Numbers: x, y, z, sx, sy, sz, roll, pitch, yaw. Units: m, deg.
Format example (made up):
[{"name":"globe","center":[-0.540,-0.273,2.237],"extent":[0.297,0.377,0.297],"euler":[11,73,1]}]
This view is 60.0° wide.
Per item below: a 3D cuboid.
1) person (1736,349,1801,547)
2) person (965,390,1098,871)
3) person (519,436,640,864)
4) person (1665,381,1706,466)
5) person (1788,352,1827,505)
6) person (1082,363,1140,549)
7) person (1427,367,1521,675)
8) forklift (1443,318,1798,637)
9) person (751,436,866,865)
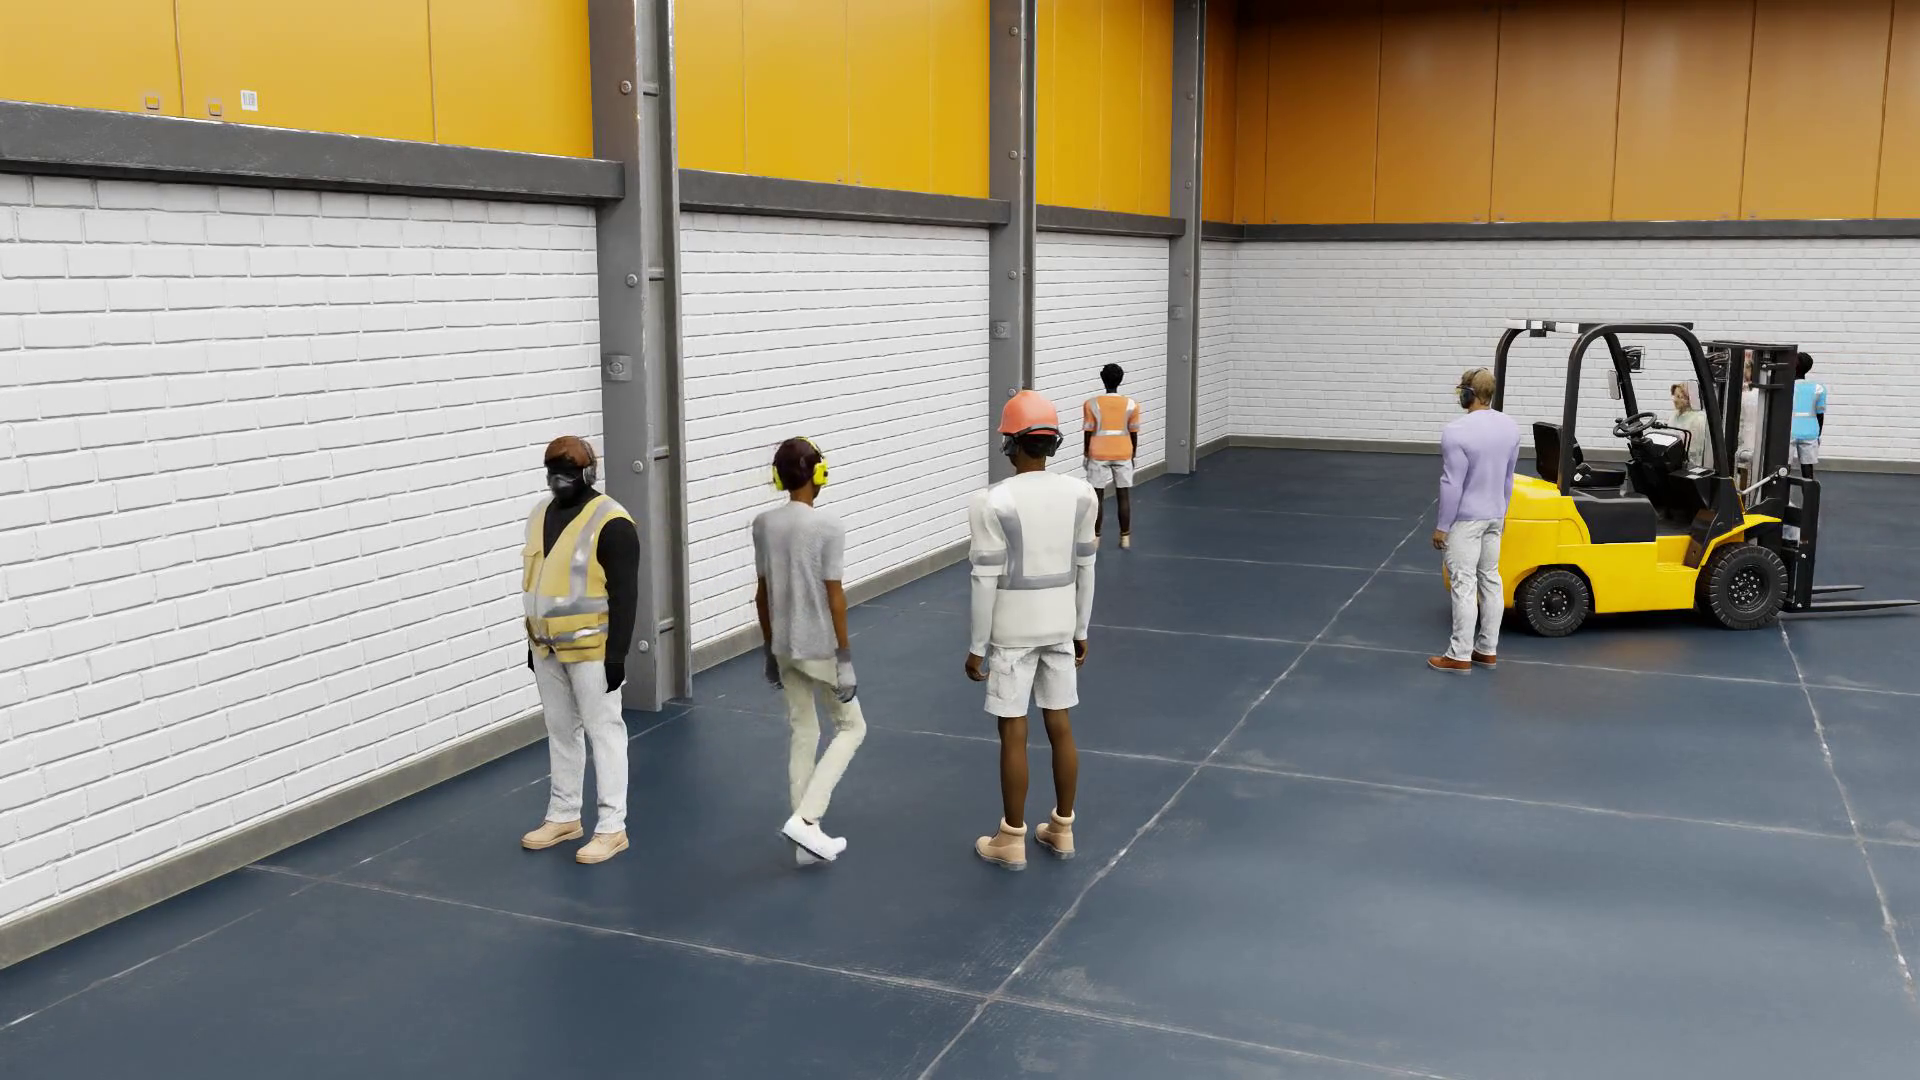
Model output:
[{"name":"person","center":[6.871,-0.707,14.229],"extent":[0.666,1.876,0.732],"euler":[-9,13,-43]},{"name":"person","center":[0.289,0.385,7.101],"extent":[0.607,2.044,0.376],"euler":[-5,11,-29]},{"name":"person","center":[-1.671,0.467,7.215],"extent":[0.625,1.844,0.429],"euler":[6,11,34]},{"name":"person","center":[5.947,-0.492,13.668],"extent":[0.384,1.629,0.516],"euler":[-3,10,-16]},{"name":"person","center":[8.452,-1.045,16.808],"extent":[0.524,1.698,0.317],"euler":[1,9,9]},{"name":"person","center":[1.366,-0.745,15.060],"extent":[0.535,1.680,0.318],"euler":[-1,9,-7]},{"name":"person","center":[3.226,-0.119,10.475],"extent":[0.631,1.940,0.372],"euler":[-6,11,-33]},{"name":"forklift","center":[4.706,-0.497,11.990],"extent":[2.313,2.155,1.214],"euler":[-2,10,-10]},{"name":"person","center":[-0.623,0.482,7.116],"extent":[0.541,1.844,0.387],"euler":[7,12,36]}]
